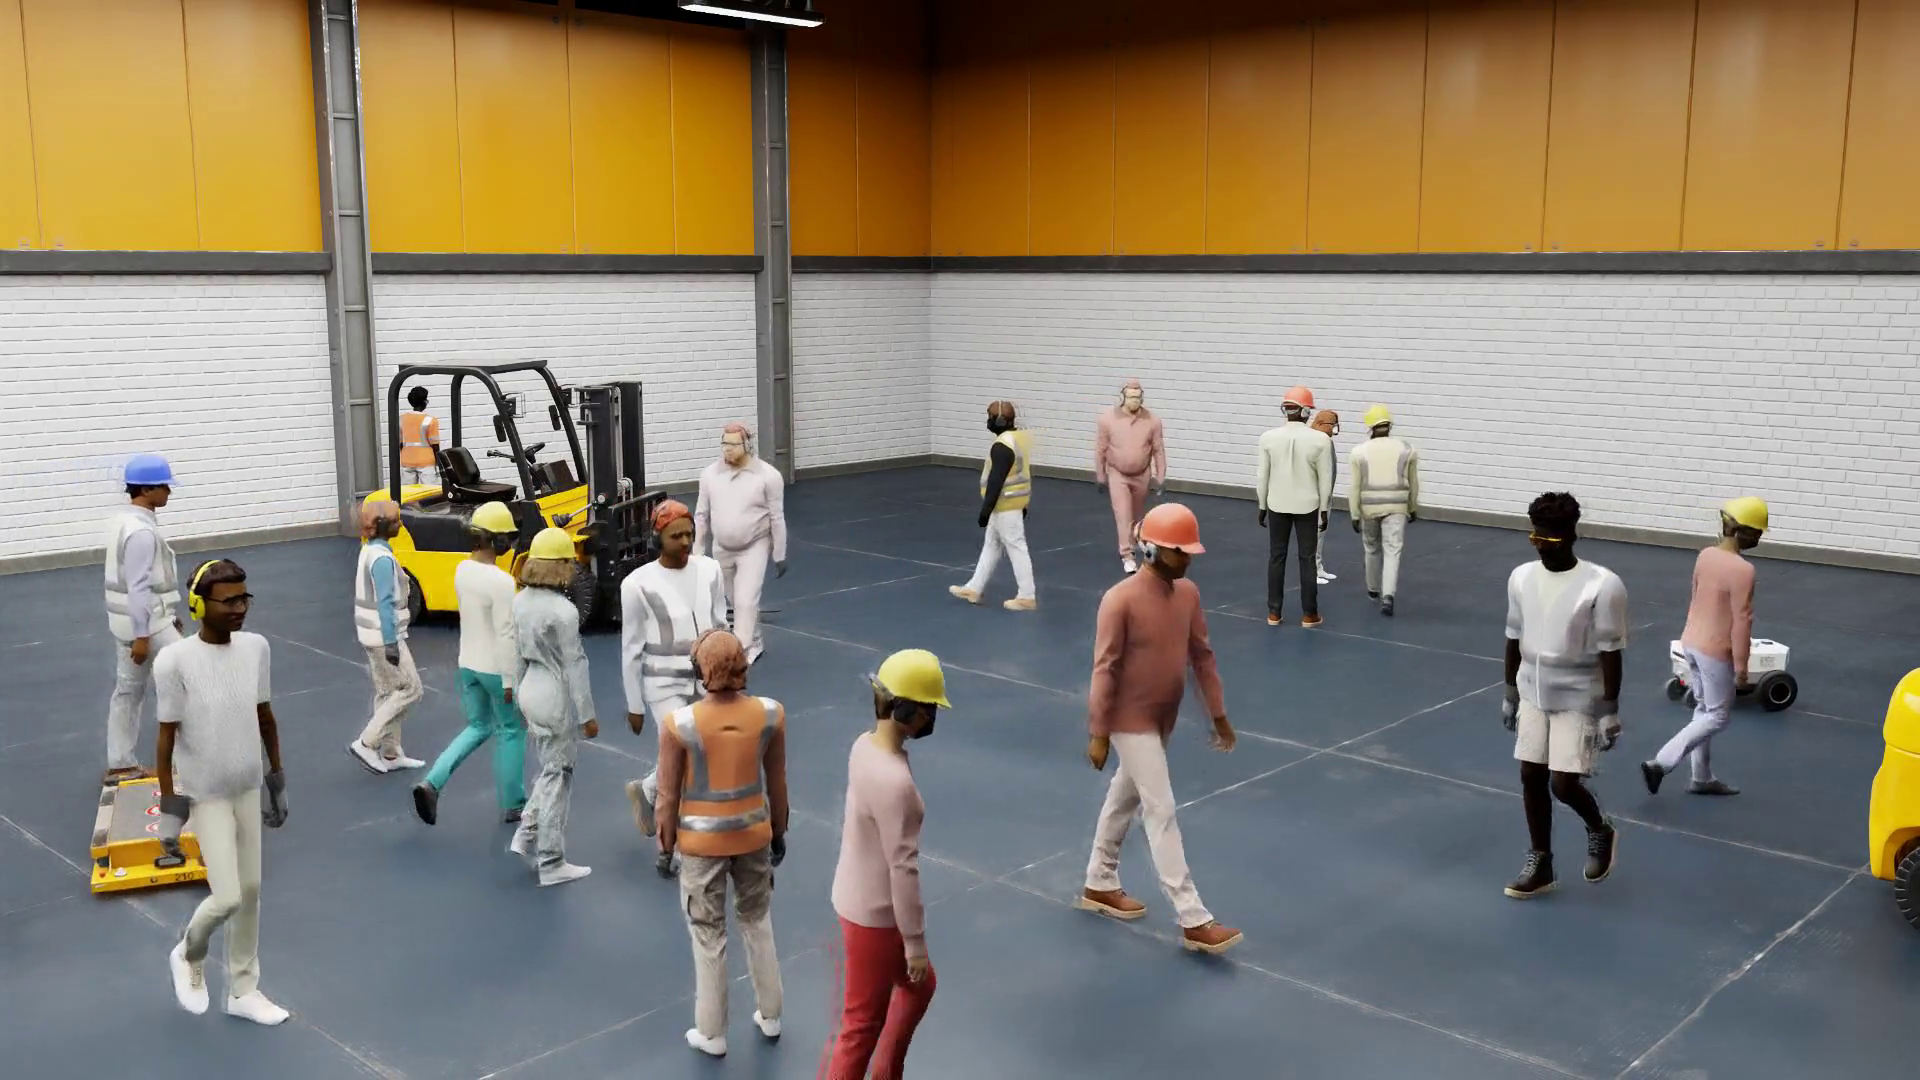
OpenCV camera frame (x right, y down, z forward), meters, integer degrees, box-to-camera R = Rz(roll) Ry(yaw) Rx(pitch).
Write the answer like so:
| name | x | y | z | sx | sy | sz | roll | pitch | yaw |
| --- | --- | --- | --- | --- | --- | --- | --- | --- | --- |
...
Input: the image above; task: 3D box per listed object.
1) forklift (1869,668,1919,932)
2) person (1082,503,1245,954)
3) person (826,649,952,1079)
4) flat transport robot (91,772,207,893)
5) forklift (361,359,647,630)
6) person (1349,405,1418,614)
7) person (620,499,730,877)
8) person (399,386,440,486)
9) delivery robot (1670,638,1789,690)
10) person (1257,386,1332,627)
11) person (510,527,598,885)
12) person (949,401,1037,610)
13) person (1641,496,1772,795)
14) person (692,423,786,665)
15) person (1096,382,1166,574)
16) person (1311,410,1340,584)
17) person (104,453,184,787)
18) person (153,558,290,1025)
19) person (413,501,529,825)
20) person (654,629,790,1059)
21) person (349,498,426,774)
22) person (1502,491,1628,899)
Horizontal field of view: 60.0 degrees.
| name | x | y | z | sx | sy | sz | roll | pitch | yaw |
| --- | --- | --- | --- | --- | --- | --- | --- | --- | --- |
| forklift | 5.205 | 0.723 | 7.013 | 2.313 | 2.155 | 1.214 | 9 | 13 | 43 |
| person | 0.916 | 0.804 | 7.280 | 0.998 | 1.936 | 0.644 | 8 | 12 | 40 |
| person | -0.250 | 1.210 | 5.420 | 0.547 | 1.732 | 0.587 | -2 | 9 | -12 |
| flat transport robot | -4.036 | 1.440 | 8.497 | 0.652 | 0.197 | 1.431 | -4 | 10 | -24 |
| forklift | -3.850 | -0.407 | 13.936 | 2.313 | 2.155 | 1.214 | 2 | 9 | 11 |
| person | 3.662 | -0.277 | 14.412 | 0.591 | 1.783 | 0.956 | 2 | 10 | 13 |
| person | -1.410 | 0.710 | 8.118 | 0.738 | 1.859 | 0.581 | 8 | 12 | 41 |
| person | -5.842 | -0.811 | 17.993 | 0.529 | 1.683 | 0.321 | 3 | 10 | 16 |
| delivery robot | 5.199 | 0.802 | 11.253 | 0.707 | 0.478 | 0.477 | -1 | 9 | -4 |
| person | 2.758 | -0.273 | 13.746 | 0.612 | 1.987 | 0.401 | 4 | 10 | 21 |
| person | -1.938 | 0.798 | 7.992 | 0.374 | 1.731 | 0.488 | -9 | 13 | -42 |
| person | 0.266 | -0.293 | 14.392 | 0.903 | 1.806 | 0.640 | 2 | 9 | 12 |
| person | 4.063 | 0.610 | 9.120 | 0.629 | 1.732 | 0.578 | -1 | 9 | -7 |
| person | -1.602 | 0.076 | 12.044 | 0.664 | 1.856 | 1.021 | 3 | 10 | 18 |
| person | 1.685 | -0.626 | 16.345 | 0.656 | 1.852 | 1.016 | -1 | 9 | -6 |
| person | 3.420 | -0.412 | 15.680 | 0.266 | 1.632 | 0.509 | 5 | 10 | 27 |
| person | -4.522 | 0.454 | 9.526 | 0.867 | 1.913 | 0.607 | -7 | 12 | -37 |
| person | -2.855 | 0.984 | 6.438 | 0.439 | 1.857 | 0.553 | 5 | 10 | 27 |
| person | -2.518 | 0.669 | 8.705 | 0.536 | 1.741 | 0.648 | 8 | 12 | 41 |
| person | -0.886 | 1.136 | 6.220 | 0.521 | 1.633 | 0.348 | -5 | 11 | -30 |
| person | -3.320 | 0.570 | 9.654 | 0.365 | 1.626 | 0.534 | -5 | 10 | -26 |
| person | 2.817 | 0.730 | 7.749 | 0.578 | 1.940 | 0.636 | -6 | 11 | -33 |
